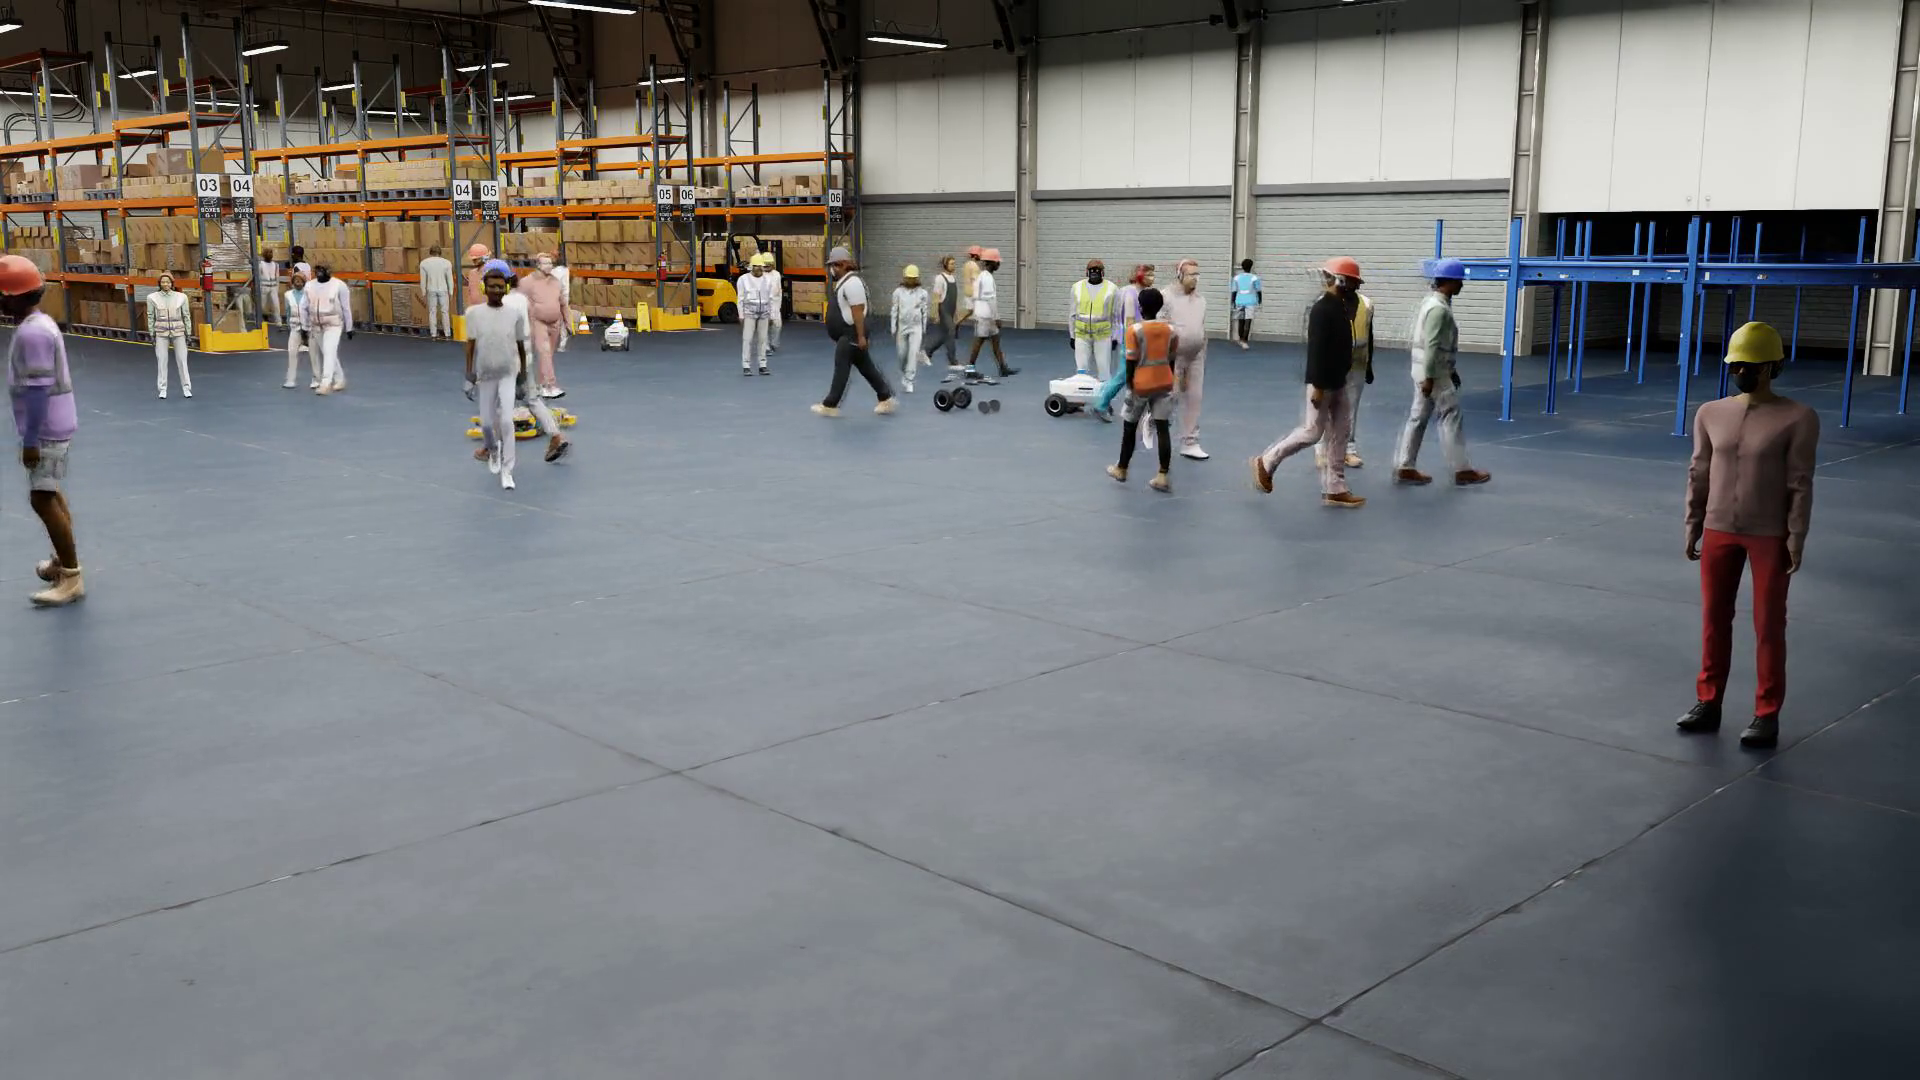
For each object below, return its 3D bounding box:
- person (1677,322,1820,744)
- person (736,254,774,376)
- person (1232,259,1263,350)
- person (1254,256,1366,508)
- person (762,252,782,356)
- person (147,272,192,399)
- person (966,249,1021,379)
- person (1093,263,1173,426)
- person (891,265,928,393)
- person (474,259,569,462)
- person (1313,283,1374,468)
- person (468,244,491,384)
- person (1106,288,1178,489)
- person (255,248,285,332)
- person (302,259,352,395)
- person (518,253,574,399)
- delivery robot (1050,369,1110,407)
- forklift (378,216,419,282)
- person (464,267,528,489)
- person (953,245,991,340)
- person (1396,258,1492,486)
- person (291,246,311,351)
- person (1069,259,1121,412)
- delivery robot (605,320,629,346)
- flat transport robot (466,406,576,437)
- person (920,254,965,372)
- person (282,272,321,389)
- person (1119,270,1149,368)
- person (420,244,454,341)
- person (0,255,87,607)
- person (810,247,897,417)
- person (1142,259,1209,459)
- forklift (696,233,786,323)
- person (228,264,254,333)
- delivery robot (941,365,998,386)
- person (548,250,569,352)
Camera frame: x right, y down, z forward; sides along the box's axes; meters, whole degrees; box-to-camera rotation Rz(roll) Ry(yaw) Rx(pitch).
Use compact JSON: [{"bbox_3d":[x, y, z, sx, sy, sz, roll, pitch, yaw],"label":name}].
[{"bbox_3d":[3.292,-0.032,6.982,0.337,1.757,0.518,-9,14,-41],"label":"person"},{"bbox_3d":[-3.101,-3.426,25.310,0.594,1.829,0.403,-5,12,-27],"label":"person"},{"bbox_3d":[5.368,-4.385,30.974,0.552,1.665,0.819,6,12,28],"label":"person"},{"bbox_3d":[2.798,-1.256,13.135,0.843,1.953,0.618,7,12,32],"label":"person"},{"bbox_3d":[-3.365,-4.146,29.263,0.596,1.815,0.488,-6,12,-30],"label":"person"},{"bbox_3d":[-10.297,-2.665,21.687,0.513,1.630,0.318,-5,11,-24],"label":"person"},{"bbox_3d":[0.507,-3.321,24.515,0.912,1.897,0.569,0,10,-2],"label":"person"},{"bbox_3d":[1.934,-2.198,18.660,0.914,1.807,0.579,7,12,32],"label":"person"},{"bbox_3d":[-0.683,-2.896,22.695,0.507,1.711,0.707,0,10,-1],"label":"person"},{"bbox_3d":[-4.143,-1.670,15.521,0.976,1.904,0.613,5,11,24],"label":"person"},{"bbox_3d":[3.511,-1.584,15.231,0.640,1.838,0.429,-3,11,-15],"label":"person"},{"bbox_3d":[-6.780,-3.211,23.689,0.610,1.984,0.399,6,12,31],"label":"person"},{"bbox_3d":[1.552,-1.286,14.042,0.555,1.658,0.803,-5,11,-25],"label":"person"},{"bbox_3d":[-15.352,-5.546,36.824,0.944,1.849,0.583,10,14,42],"label":"person"},{"bbox_3d":[-8.528,-2.886,22.453,0.638,1.799,0.977,2,11,9],"label":"person"},{"bbox_3d":[-5.276,-2.752,21.478,0.905,1.868,0.679,9,14,40],"label":"person"},{"bbox_3d":[1.429,-1.771,19.601,0.707,0.478,0.477,5,11,25],"label":"delivery robot"},{"bbox_3d":[-17.868,-9.201,54.028,1.873,2.768,1.129,-10,14,-44],"label":"forklift"},{"bbox_3d":[-3.943,-1.390,14.140,0.526,1.850,0.739,-2,11,-11],"label":"person"},{"bbox_3d":[0.221,-5.025,33.768,0.808,1.917,0.549,-4,11,-21],"label":"person"},{"bbox_3d":[4.156,-1.410,14.066,0.900,1.910,0.609,2,11,10],"label":"person"},{"bbox_3d":[-12.078,-4.443,30.588,0.376,1.917,0.599,-1,10,-6],"label":"person"},{"bbox_3d":[1.610,-2.453,19.989,0.619,1.835,0.430,3,11,15],"label":"person"},{"bbox_3d":[-6.361,-3.833,30.845,0.477,0.478,0.707,0,10,-2],"label":"delivery robot"},{"bbox_3d":[-4.736,-1.288,17.996,0.652,0.197,1.431,2,11,8],"label":"flat transport robot"},{"bbox_3d":[-0.282,-3.577,26.149,0.819,1.826,0.521,5,12,27],"label":"person"},{"bbox_3d":[-9.064,-2.875,22.887,0.512,1.608,0.751,0,10,1],"label":"person"},{"bbox_3d":[2.629,-3.306,25.212,0.507,1.613,0.554,5,11,25],"label":"person"},{"bbox_3d":[-10.481,-4.961,33.363,0.635,1.936,0.352,-2,11,-10],"label":"person"},{"bbox_3d":[-5.371,-0.649,9.704,0.393,2.003,0.872,-6,12,-28],"label":"person"},{"bbox_3d":[-1.235,-2.477,19.648,1.028,2.000,0.718,-1,10,-7],"label":"person"},{"bbox_3d":[2.089,-1.732,15.870,0.658,1.889,0.684,-6,12,-31],"label":"person"},{"bbox_3d":[-5.496,-6.489,41.108,2.313,2.155,1.214,-10,14,-44],"label":"forklift"},{"bbox_3d":[-14.686,-5.028,33.959,0.530,1.854,0.557,-9,14,-40],"label":"person"},{"bbox_3d":[0.112,-2.007,20.180,0.698,0.223,0.335,6,12,30],"label":"delivery robot"},{"bbox_3d":[-7.302,-4.272,29.893,0.580,1.827,0.987,1,10,3],"label":"person"}]
